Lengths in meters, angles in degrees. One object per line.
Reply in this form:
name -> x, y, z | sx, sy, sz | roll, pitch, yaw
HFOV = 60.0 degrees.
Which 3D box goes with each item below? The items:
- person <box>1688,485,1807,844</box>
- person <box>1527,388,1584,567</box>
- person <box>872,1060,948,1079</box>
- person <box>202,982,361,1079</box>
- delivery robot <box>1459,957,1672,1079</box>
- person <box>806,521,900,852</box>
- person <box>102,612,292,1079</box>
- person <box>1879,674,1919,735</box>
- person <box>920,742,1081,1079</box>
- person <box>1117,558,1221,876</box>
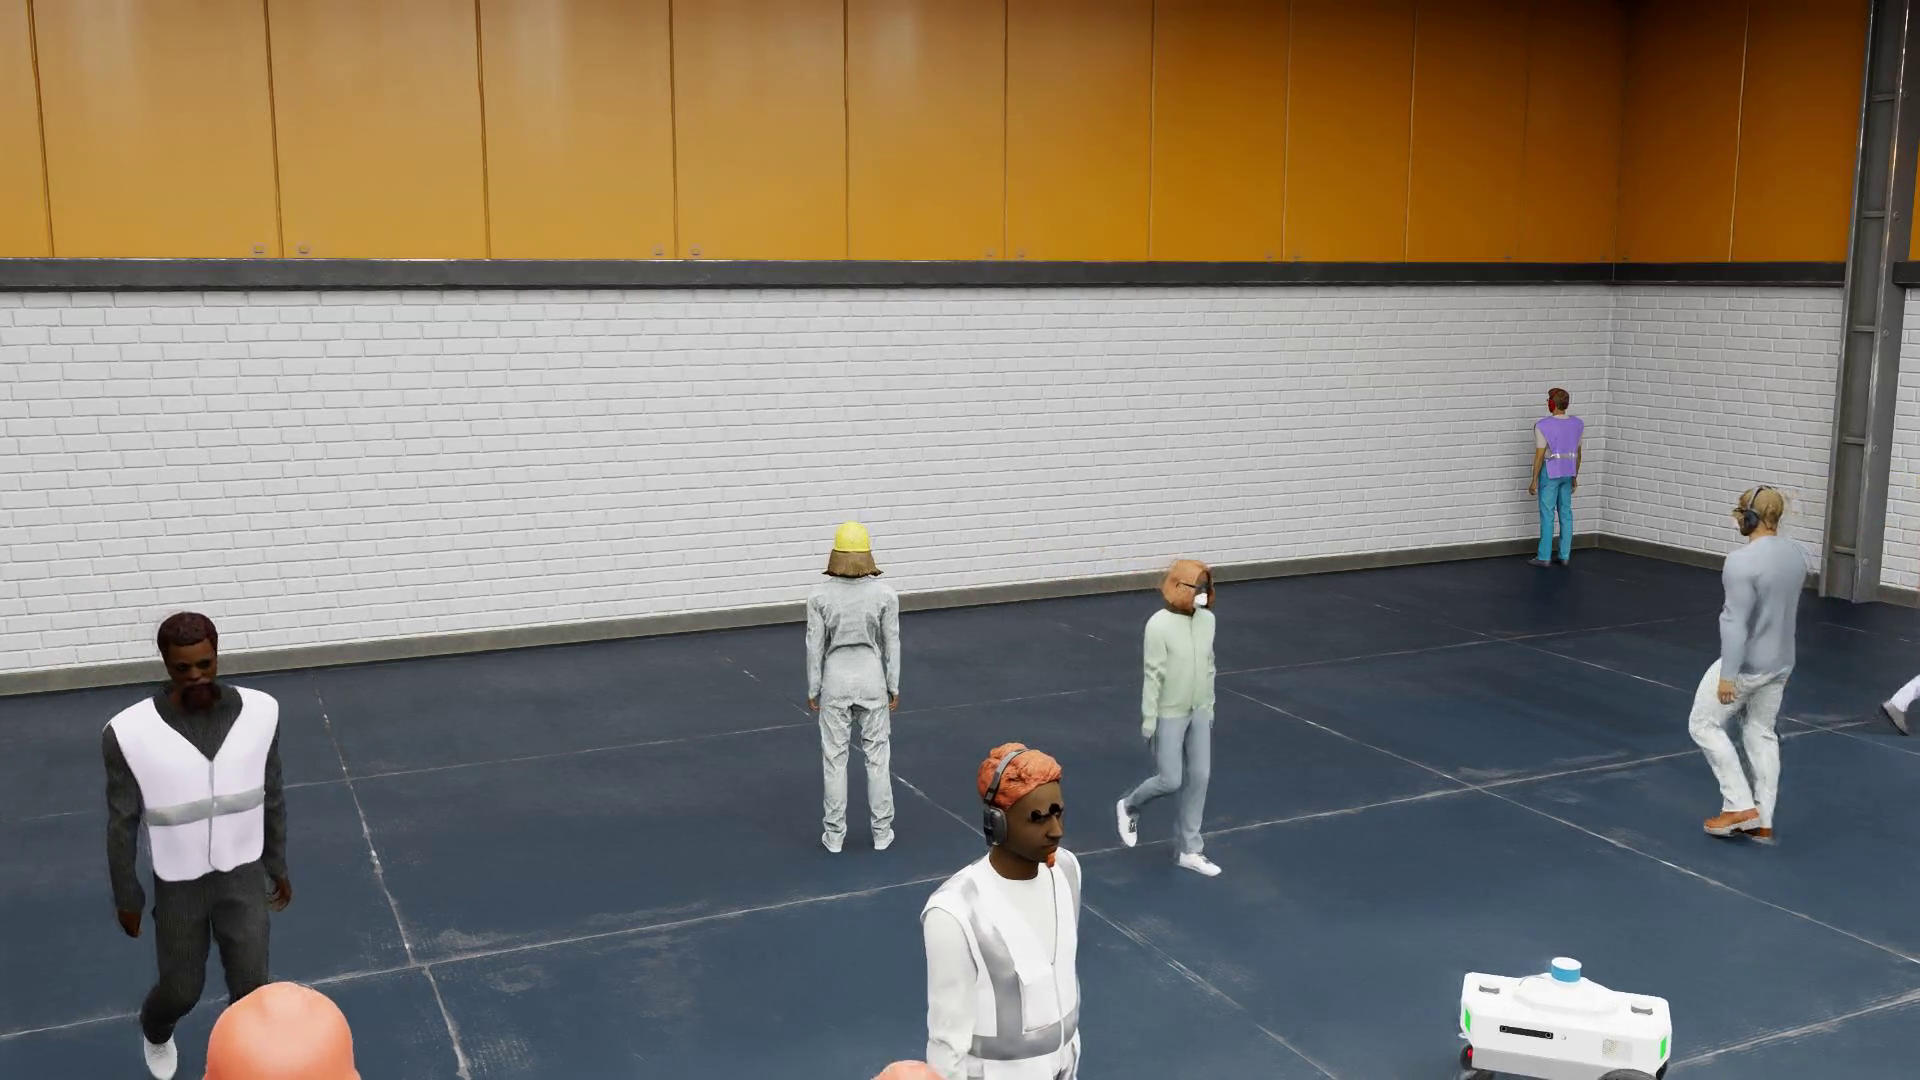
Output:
person -> 4.182, 0.662, 8.829 | 0.650, 1.918, 0.454 | -6, 11, -33
person -> 6.129, -0.635, 17.099 | 0.565, 1.850, 0.390 | -3, 10, -19
person -> -0.092, 1.693, 2.469 | 0.545, 1.919, 0.576 | -2, 9, -15
person -> -1.149, 1.633, 2.835 | 0.552, 1.919, 0.806 | -6, 11, -34
delivery robot -> 2.173, 1.753, 6.001 | 0.707, 0.478, 0.477 | 3, 10, 19
person -> -0.560, 0.768, 8.731 | 0.494, 1.741, 0.314 | -1, 9, -6
person -> -2.691, 1.157, 5.869 | 0.592, 1.895, 0.743 | -9, 13, -44
person -> 6.449, 0.428, 10.822 | 0.749, 1.742, 0.545 | 2, 9, 14
person -> 0.124, 1.428, 4.193 | 0.339, 1.882, 0.581 | 7, 11, 36
person -> 1.081, 0.872, 8.441 | 0.508, 1.610, 0.541 | -7, 12, -38
